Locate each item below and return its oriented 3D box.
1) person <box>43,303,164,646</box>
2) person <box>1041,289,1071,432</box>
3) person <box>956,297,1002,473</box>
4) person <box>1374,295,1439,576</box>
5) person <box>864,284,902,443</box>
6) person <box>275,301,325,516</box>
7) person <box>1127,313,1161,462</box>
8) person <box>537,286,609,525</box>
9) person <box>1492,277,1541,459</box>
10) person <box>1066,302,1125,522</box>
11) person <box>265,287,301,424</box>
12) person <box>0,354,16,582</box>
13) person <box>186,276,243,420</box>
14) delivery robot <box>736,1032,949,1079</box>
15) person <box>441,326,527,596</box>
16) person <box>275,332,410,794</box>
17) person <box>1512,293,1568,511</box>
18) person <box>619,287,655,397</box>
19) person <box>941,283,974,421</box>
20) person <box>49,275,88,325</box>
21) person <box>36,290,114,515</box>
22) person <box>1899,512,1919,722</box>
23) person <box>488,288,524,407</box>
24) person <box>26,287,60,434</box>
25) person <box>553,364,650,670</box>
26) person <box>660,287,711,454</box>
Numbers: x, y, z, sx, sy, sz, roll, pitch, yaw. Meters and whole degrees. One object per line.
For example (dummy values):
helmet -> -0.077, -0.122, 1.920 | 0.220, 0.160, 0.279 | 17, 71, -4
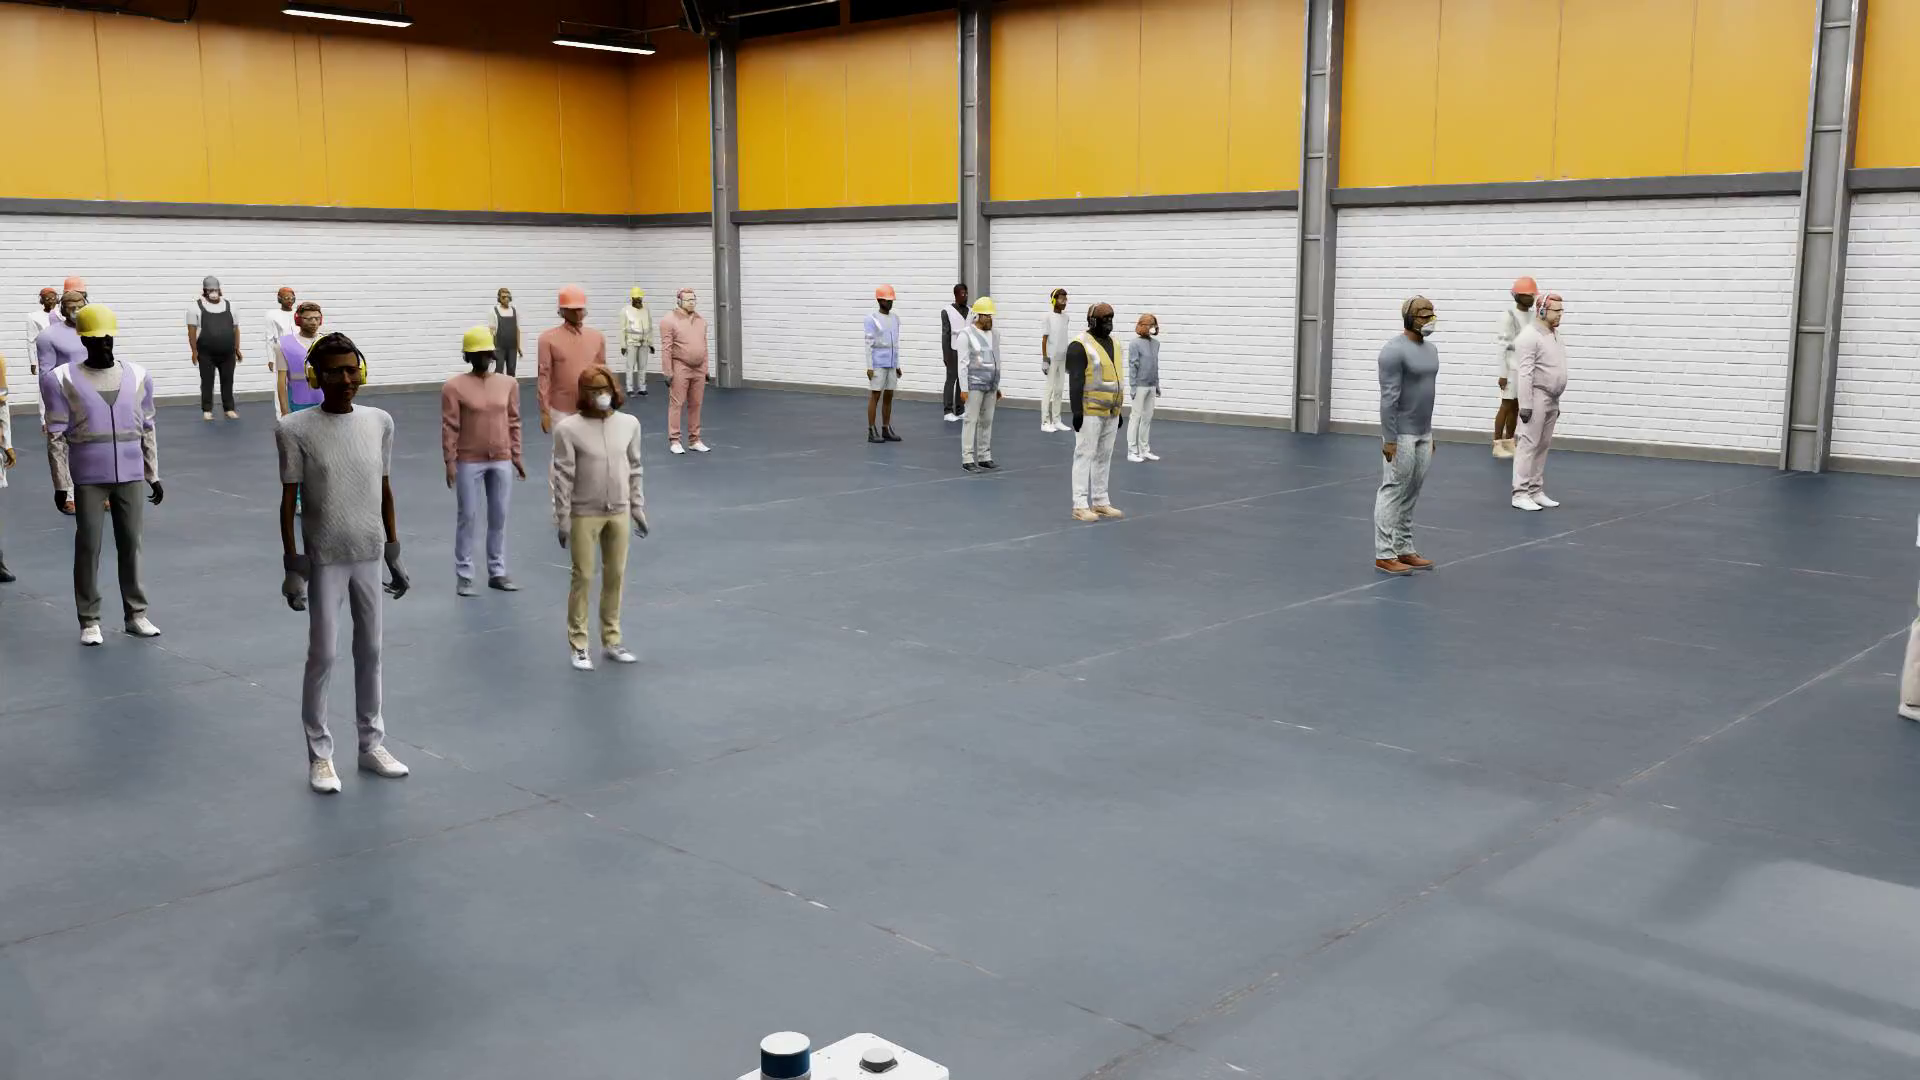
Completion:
person -> -4.837, -0.373, 9.450 | 0.381, 1.924, 0.594 | 9, 13, 43
person -> 1.264, -2.342, 21.713 | 0.310, 1.864, 0.533 | 9, 13, 43
person -> 0.226, -1.616, 17.365 | 0.404, 1.827, 0.600 | 9, 13, 43
person -> 3.124, -0.730, 11.598 | 0.352, 1.937, 0.635 | 9, 13, 43
person -> -0.913, -2.152, 20.325 | 0.373, 1.934, 0.551 | 9, 13, 43
person -> -5.620, -1.138, 14.397 | 0.373, 1.840, 0.570 | 9, 13, 43
person -> 2.040, -1.680, 18.359 | 0.266, 1.631, 0.507 | 9, 13, 43
person -> -3.201, -1.113, 13.852 | 0.646, 1.979, 0.457 | -7, 12, -37
person -> 6.258, -1.912, 18.605 | 0.647, 2.028, 0.466 | -7, 12, -37
person -> 1.172, -1.084, 14.068 | 0.429, 1.841, 0.633 | 9, 13, 43
person -> -8.936, -2.423, 22.143 | 0.337, 1.883, 0.584 | 9, 13, 43
person -> -6.623, -0.651, 11.130 | 0.378, 1.932, 0.551 | 9, 13, 43
person -> -10.465, -2.708, 23.416 | 0.703, 2.000, 0.538 | -7, 12, -38
delivery robot -> -0.354, 1.251, 3.396 | 0.477, 0.478, 0.707 | 9, 13, 43
person -> -3.104, -0.509, 10.837 | 0.549, 1.754, 0.394 | -7, 12, -37
person -> -2.516, 0.086, 6.815 | 0.310, 1.868, 0.533 | 9, 13, 43
person -> 5.142, -1.217, 14.690 | 0.403, 1.904, 0.651 | 9, 13, 43
person -> -5.331, -3.256, 27.499 | 0.617, 1.820, 0.423 | -7, 12, -38
person -> -0.035, -2.627, 23.300 | 0.373, 1.914, 0.596 | 9, 13, 43
person -> -10.392, -2.098, 19.672 | 0.390, 2.040, 0.614 | 9, 13, 43
person -> -7.633, -1.193, 14.440 | 0.352, 1.937, 0.635 | 9, 13, 43
person -> 4.638, 0.054, 7.770 | 0.316, 1.626, 0.541 | 7, 12, 36
person -> -6.948, -2.925, 25.430 | 0.540, 1.835, 0.399 | -7, 12, -38
person -> -11.706, -2.314, 21.476 | 0.337, 1.882, 0.584 | 9, 13, 43
person -> -1.919, -0.121, 8.858 | 0.519, 1.621, 0.338 | -7, 12, -39
person -> -3.132, -1.948, 19.166 | 0.403, 1.906, 0.651 | 9, 13, 43
